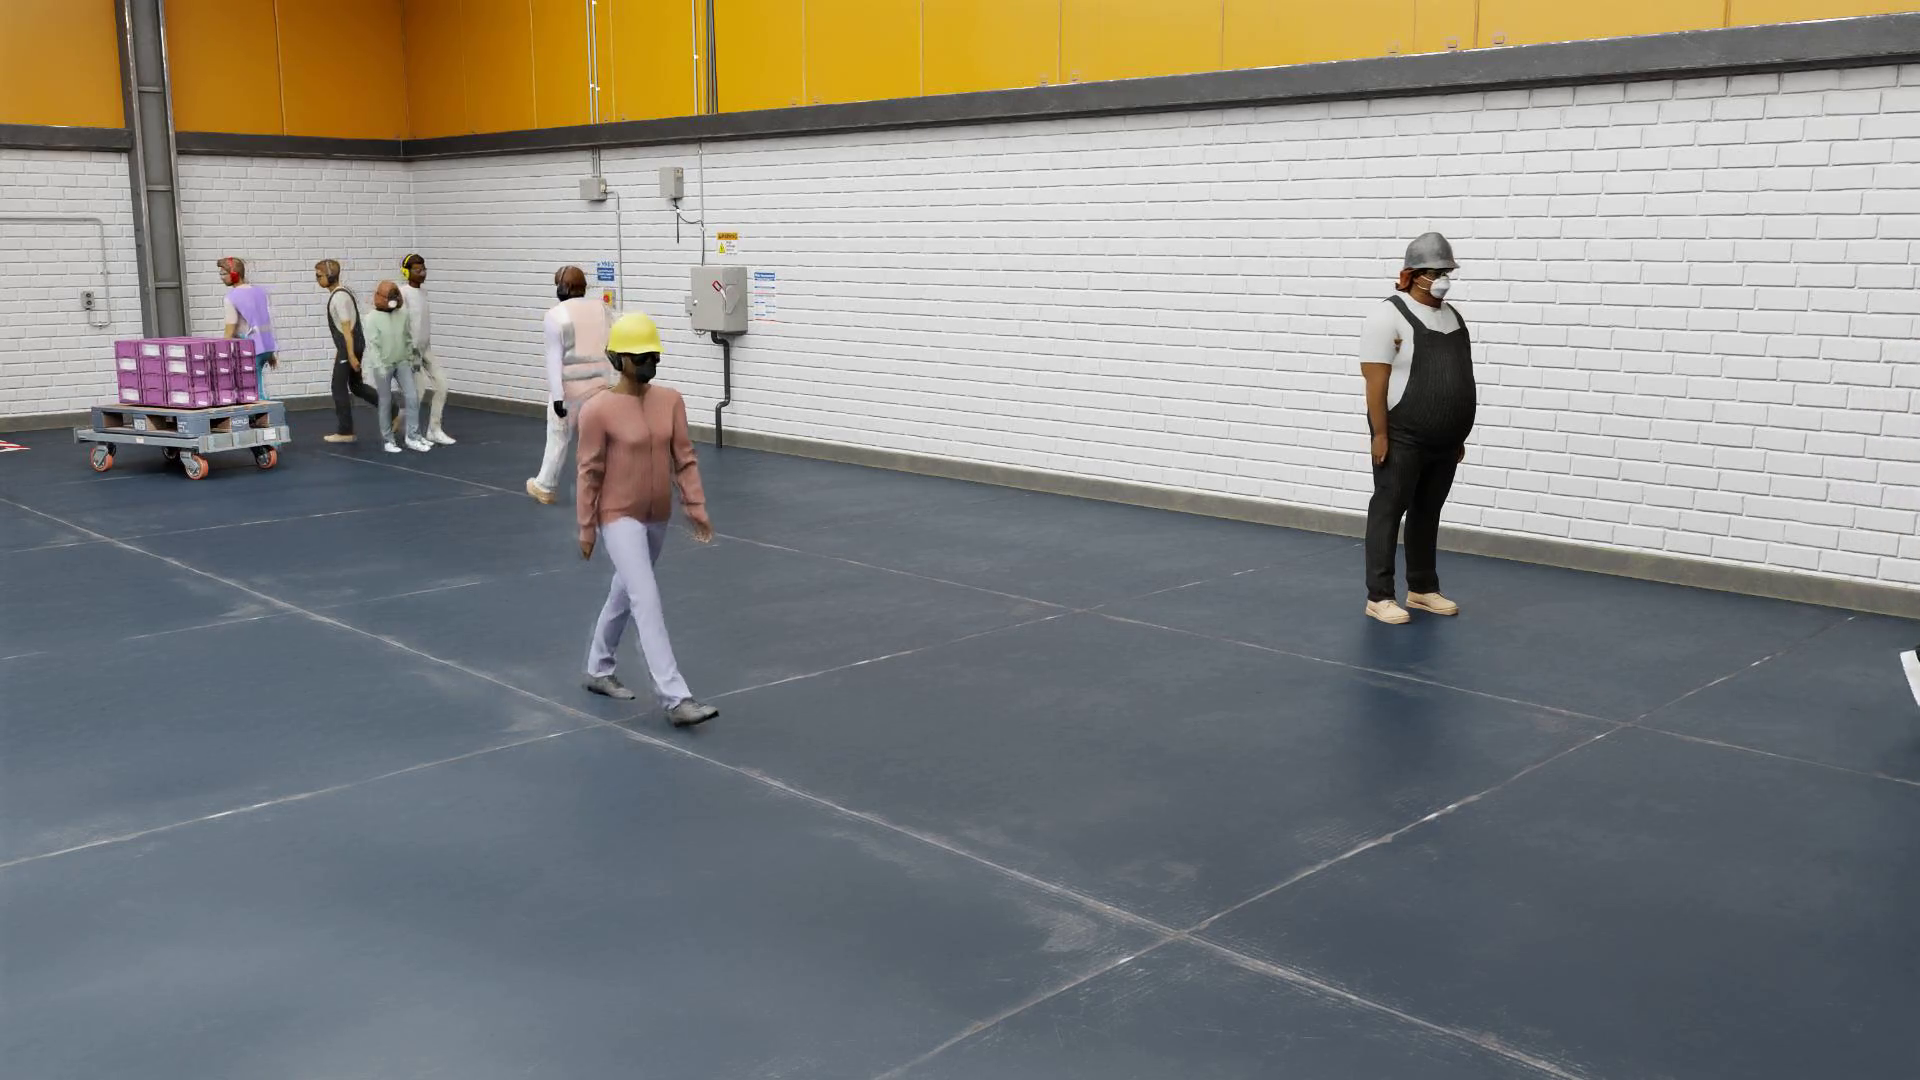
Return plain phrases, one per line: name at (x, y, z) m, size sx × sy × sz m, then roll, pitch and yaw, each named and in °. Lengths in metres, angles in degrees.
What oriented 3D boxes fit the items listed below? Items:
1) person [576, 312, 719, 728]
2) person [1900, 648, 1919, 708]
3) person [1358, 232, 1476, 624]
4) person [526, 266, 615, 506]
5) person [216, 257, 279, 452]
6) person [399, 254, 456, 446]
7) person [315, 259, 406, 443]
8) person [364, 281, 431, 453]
person at (-1.335, -0.094, 6.983) m, size 0.955 × 1.709 × 0.528 m, roll 8°, pitch 13°, yaw 36°
person at (4.135, -0.088, 6.426) m, size 0.597 × 1.897 × 0.744 m, roll -10°, pitch 15°, yaw -44°
person at (2.447, -0.587, 8.744) m, size 0.674 × 2.000 × 0.535 m, roll -7°, pitch 12°, yaw -32°
person at (-2.868, -1.125, 12.354) m, size 0.624 × 1.792 × 0.953 m, roll -10°, pitch 15°, yaw -44°
person at (-6.635, -1.705, 15.435) m, size 0.565 × 1.816 × 0.605 m, roll 2°, pitch 11°, yaw 9°
person at (-5.110, -1.808, 15.950) m, size 0.589 × 1.838 × 0.557 m, roll 2°, pitch 11°, yaw 12°
person at (-5.867, -1.849, 16.290) m, size 0.761 × 1.806 × 0.532 m, roll -3°, pitch 11°, yaw -14°
person at (-5.226, -1.587, 15.380) m, size 0.621 × 1.602 × 0.521 m, roll 9°, pitch 13°, yaw 39°
